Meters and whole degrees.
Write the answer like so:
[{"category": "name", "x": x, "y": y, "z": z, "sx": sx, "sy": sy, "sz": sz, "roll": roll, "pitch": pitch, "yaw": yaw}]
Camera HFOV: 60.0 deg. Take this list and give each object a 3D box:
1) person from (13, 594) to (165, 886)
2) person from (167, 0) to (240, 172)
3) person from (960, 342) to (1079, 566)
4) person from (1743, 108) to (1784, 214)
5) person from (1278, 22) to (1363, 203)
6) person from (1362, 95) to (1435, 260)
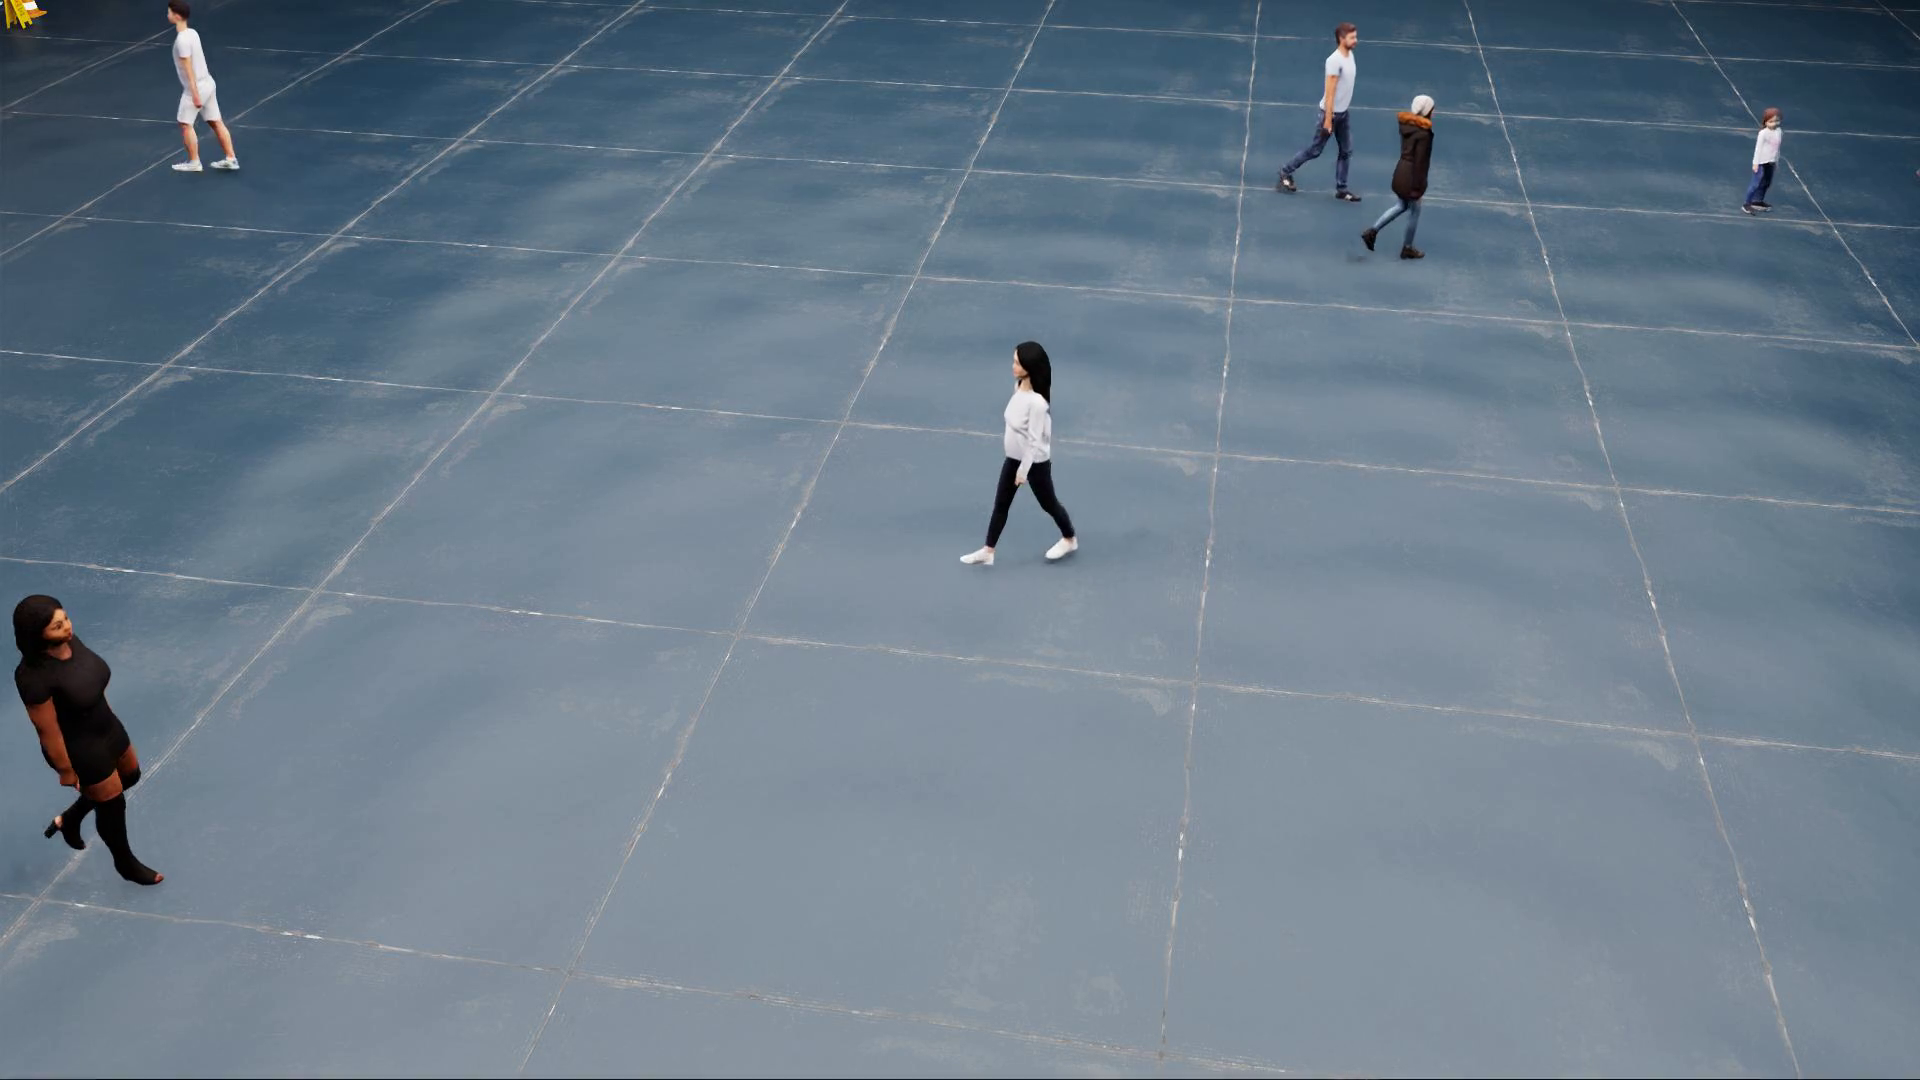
[{"category": "person", "x": -4.582, "y": 1.049, "z": 8.554, "sx": 0.889, "sy": 1.838, "sz": 0.741, "roll": 0, "pitch": 32, "yaw": 0}, {"category": "person", "x": -8.129, "y": -4.871, "z": 17.943, "sx": 0.977, "sy": 1.835, "sz": 0.833, "roll": -3, "pitch": 32, "yaw": -5}, {"category": "person", "x": 0.554, "y": -0.542, "z": 11.246, "sx": 1.177, "sy": 1.657, "sz": 0.998, "roll": -12, "pitch": 34, "yaw": -18}, {"category": "person", "x": 8.296, "y": -3.911, "z": 17.120, "sx": 0.567, "sy": 1.090, "sz": 0.666, "roll": -19, "pitch": 37, "yaw": -27}, {"category": "person", "x": 3.777, "y": -4.433, "z": 17.250, "sx": 1.258, "sy": 1.832, "sz": 0.982, "roll": 22, "pitch": 38, "yaw": 31}, {"category": "person", "x": 4.237, "y": -3.449, "z": 15.887, "sx": 0.983, "sy": 1.622, "sz": 0.814, "roll": -7, "pitch": 33, "yaw": -11}]
